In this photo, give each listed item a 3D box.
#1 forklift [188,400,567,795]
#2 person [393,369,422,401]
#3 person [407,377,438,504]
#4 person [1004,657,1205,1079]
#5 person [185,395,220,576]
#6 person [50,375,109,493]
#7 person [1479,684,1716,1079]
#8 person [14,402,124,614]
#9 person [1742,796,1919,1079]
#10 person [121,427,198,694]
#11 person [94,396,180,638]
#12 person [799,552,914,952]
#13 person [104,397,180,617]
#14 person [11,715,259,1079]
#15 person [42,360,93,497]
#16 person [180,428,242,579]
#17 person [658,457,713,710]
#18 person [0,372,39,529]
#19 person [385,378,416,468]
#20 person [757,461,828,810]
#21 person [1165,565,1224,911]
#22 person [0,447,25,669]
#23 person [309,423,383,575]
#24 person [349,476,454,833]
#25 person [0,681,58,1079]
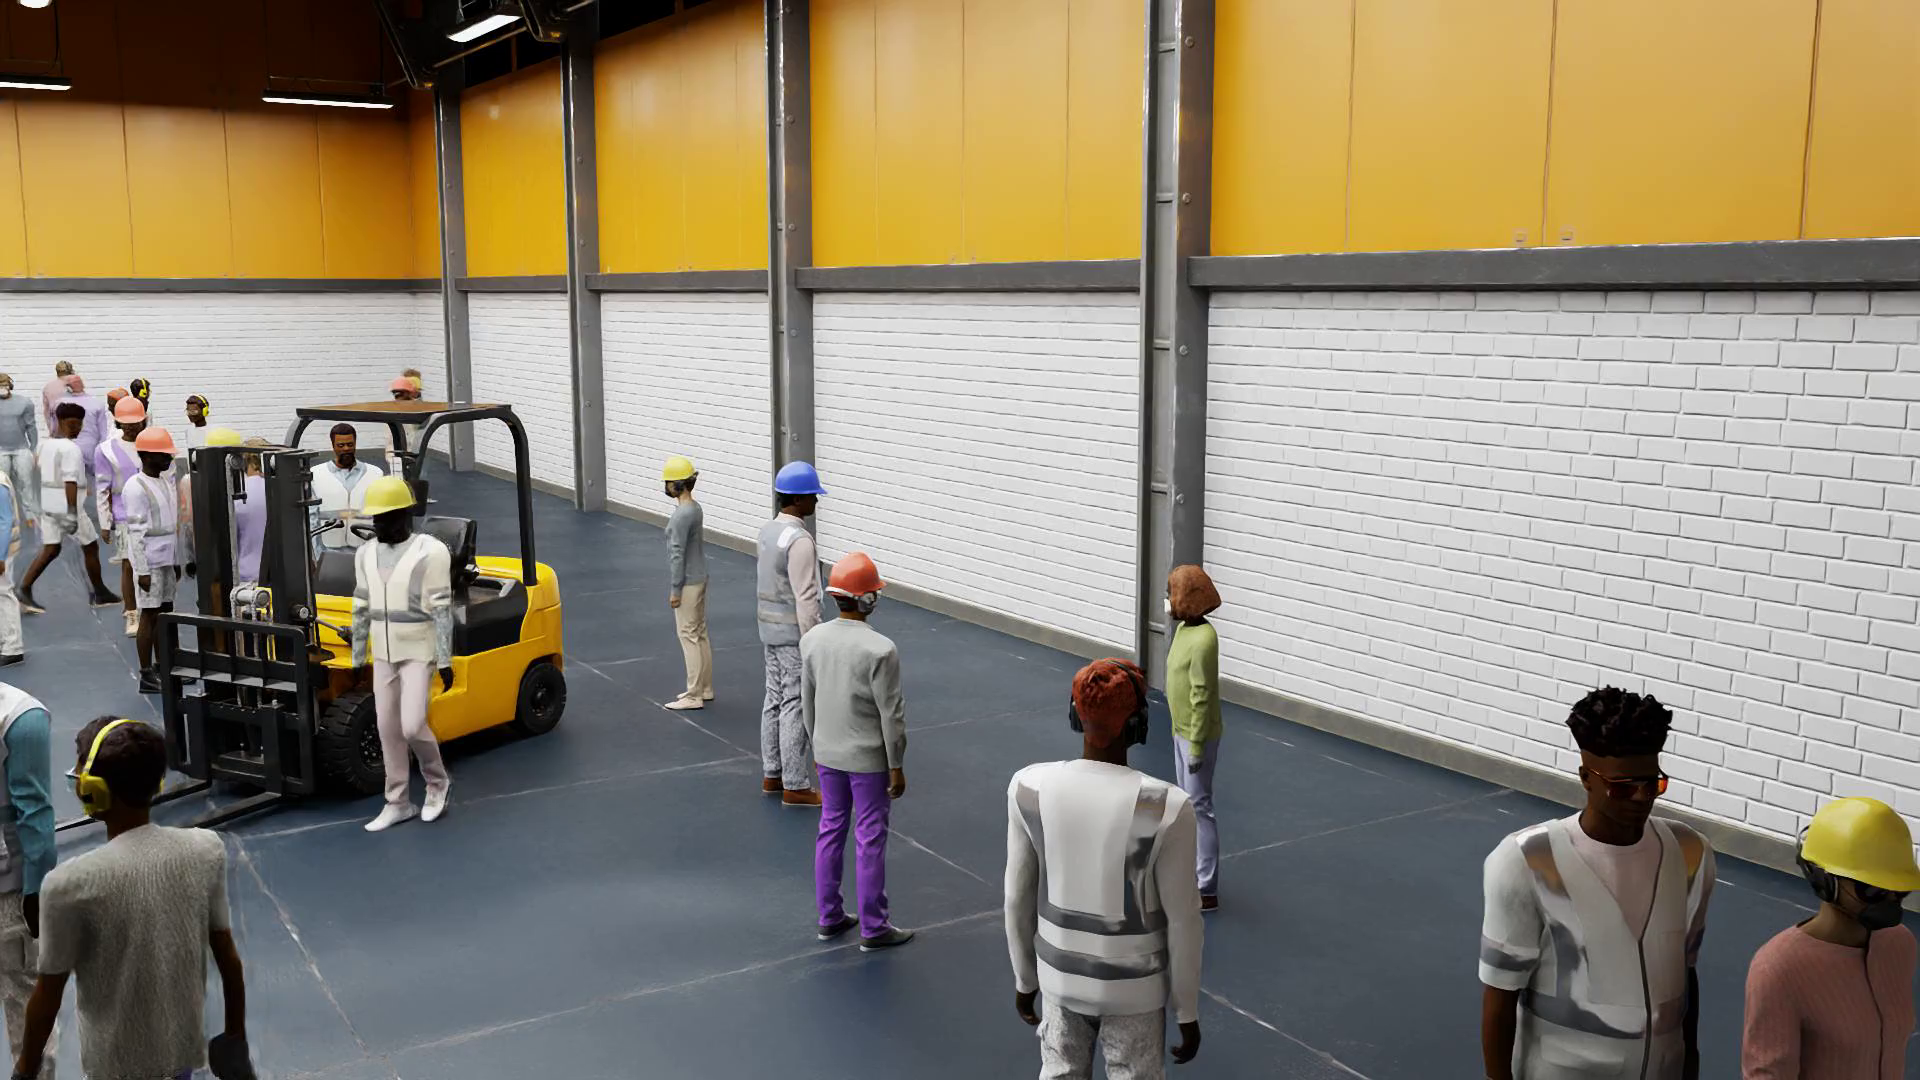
[{"bbox_3d":[-3.529,0.258,10.348,1.214,2.155,2.313,4,9,25],"label":"forklift"},{"bbox_3d":[-7.716,-1.461,23.200,0.437,1.826,0.562,4,9,26],"label":"person"},{"bbox_3d":[-7.356,-1.320,22.443,0.582,1.744,0.550,2,9,11],"label":"person"},{"bbox_3d":[0.408,1.256,4.666,0.581,1.882,0.351,4,9,27],"label":"person"},{"bbox_3d":[-7.680,-0.542,16.897,0.514,1.857,0.326,4,9,27],"label":"person"},{"bbox_3d":[-10.936,-1.126,20.770,0.661,1.867,0.759,-2,9,-14],"label":"person"},{"bbox_3d":[1.544,1.308,4.032,0.618,1.963,0.361,-2,9,-14],"label":"person"},{"bbox_3d":[-8.138,-0.290,15.017,0.643,1.915,0.963,6,10,36],"label":"person"},{"bbox_3d":[1.998,1.441,3.814,0.534,1.767,0.319,-4,9,-27],"label":"person"},{"bbox_3d":[-5.777,0.145,12.005,0.388,1.930,0.544,0,8,-2],"label":"person"},{"bbox_3d":[-6.882,-0.192,13.946,0.612,2.031,0.403,-6,10,-34],"label":"person"},{"bbox_3d":[-0.449,0.924,7.325,0.563,1.755,0.323,7,11,38],"label":"person"},{"bbox_3d":[-7.313,-0.299,14.868,0.611,1.966,0.362,-5,10,-29],"label":"person"},{"bbox_3d":[-2.111,1.349,4.283,1.002,1.819,0.503,3,9,19],"label":"person"},{"bbox_3d":[-12.590,-1.557,23.436,0.635,1.937,0.354,3,9,17],"label":"person"},{"bbox_3d":[-5.547,0.097,12.520,0.629,1.884,0.636,2,9,15],"label":"person"},{"bbox_3d":[-1.915,0.298,11.551,0.337,1.757,0.517,0,8,3],"label":"person"},{"bbox_3d":[-11.575,-1.076,20.245,0.638,1.929,0.374,-5,10,-33],"label":"person"},{"bbox_3d":[-6.434,-0.888,19.090,0.444,1.903,0.607,-5,10,-28],"label":"person"},{"bbox_3d":[-0.933,0.527,9.360,0.406,1.945,0.614,-4,9,-27],"label":"person"},{"bbox_3d":[1.083,0.922,7.792,0.280,1.624,0.494,-1,8,-5],"label":"person"},{"bbox_3d":[-7.452,0.078,12.785,0.404,1.827,0.600,-7,11,-38],"label":"person"},{"bbox_3d":[-4.605,0.075,12.507,0.587,1.920,0.391,-5,10,-33],"label":"person"},{"bbox_3d":[-3.002,0.607,8.925,0.630,1.914,0.410,3,9,21],"label":"person"},{"bbox_3d":[-3.268,1.107,5.496,0.605,1.940,0.415,2,9,13],"label":"person"}]
